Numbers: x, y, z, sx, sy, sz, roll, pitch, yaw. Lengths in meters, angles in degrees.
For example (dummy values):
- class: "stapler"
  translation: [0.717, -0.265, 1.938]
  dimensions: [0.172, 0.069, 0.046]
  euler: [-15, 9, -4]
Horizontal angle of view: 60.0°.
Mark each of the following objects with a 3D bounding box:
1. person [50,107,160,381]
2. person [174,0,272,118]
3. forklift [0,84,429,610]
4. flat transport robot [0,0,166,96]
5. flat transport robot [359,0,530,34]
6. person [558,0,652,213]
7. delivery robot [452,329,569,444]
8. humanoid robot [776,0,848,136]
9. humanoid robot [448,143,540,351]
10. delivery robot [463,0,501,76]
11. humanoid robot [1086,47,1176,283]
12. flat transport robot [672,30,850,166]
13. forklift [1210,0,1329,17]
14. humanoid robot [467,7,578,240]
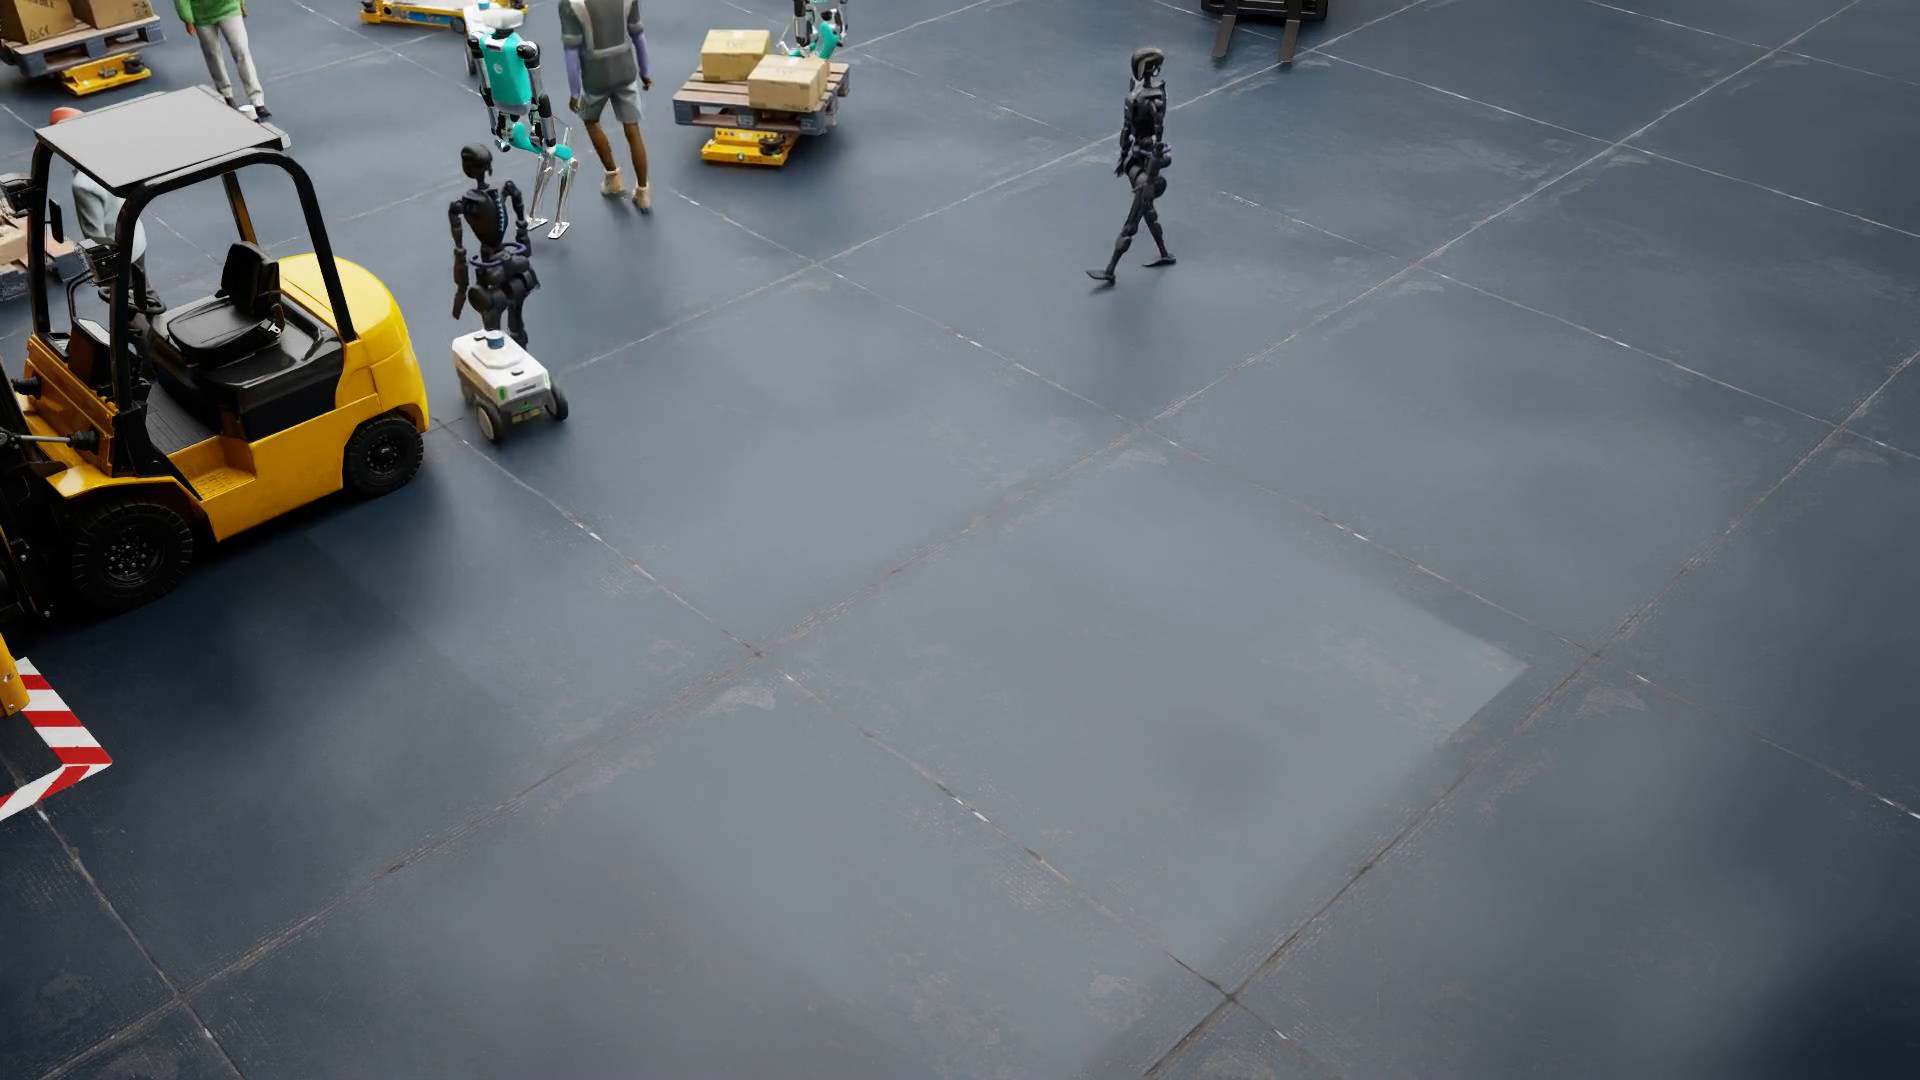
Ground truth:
- class: "person"
  translation: [-5.186, -1.808, 10.190]
  dimensions: [0.350, 1.737, 0.572]
  euler: [-2, 37, -3]
- class: "person"
  translation: [-6.033, -4.271, 13.477]
  dimensions: [0.563, 1.745, 0.829]
  euler: [-22, 42, -26]
- class: "forklift"
  translation: [-4.145, -1.093, 8.856]
  dimensions: [2.313, 2.155, 1.214]
  euler: [-31, 47, -34]
- class: "flat transport robot"
  translation: [-7.805, -4.275, 14.719]
  dimensions: [1.431, 0.231, 0.659]
  euler: [30, 46, 34]
- class: "flat transport robot"
  translation: [-4.882, -5.040, 15.743]
  dimensions: [1.431, 0.231, 0.659]
  euler: [9, 38, 12]
- class: "person"
  translation: [-2.572, -3.369, 12.054]
  dimensions: [0.687, 2.006, 0.667]
  euler: [-22, 42, -26]
- class: "delivery robot"
  translation: [-2.763, -0.979, 10.068]
  dimensions: [0.499, 0.595, 0.792]
  euler: [-25, 43, -30]
- class: "humanoid robot"
  translation: [-1.215, -4.079, 13.248]
  dimensions: [0.664, 1.823, 0.540]
  euler: [30, 46, 34]
- class: "humanoid robot"
  translation: [-2.762, -1.566, 9.938]
  dimensions: [0.512, 1.653, 0.616]
  euler: [23, 42, 27]
- class: "delivery robot"
  translation: [-4.186, -4.499, 14.774]
  dimensions: [0.499, 0.587, 0.769]
  euler: [-12, 38, -16]
- class: "humanoid robot"
  translation: [1.195, -2.538, 11.243]
  dimensions: [0.754, 1.625, 0.590]
  euler: [-12, 38, -15]
- class: "flat transport robot"
  translation: [-1.595, -3.453, 13.619]
  dimensions: [0.659, 0.231, 1.431]
  euler: [7, 37, 9]
- class: "forklift"
  translation: [3.106, -6.400, 15.960]
  dimensions: [1.214, 2.155, 2.313]
  euler: [8, 37, 10]
- class: "humanoid robot"
  translation: [-2.947, -2.951, 11.609]
  dimensions: [0.533, 1.677, 0.735]
  euler: [15, 39, 19]
